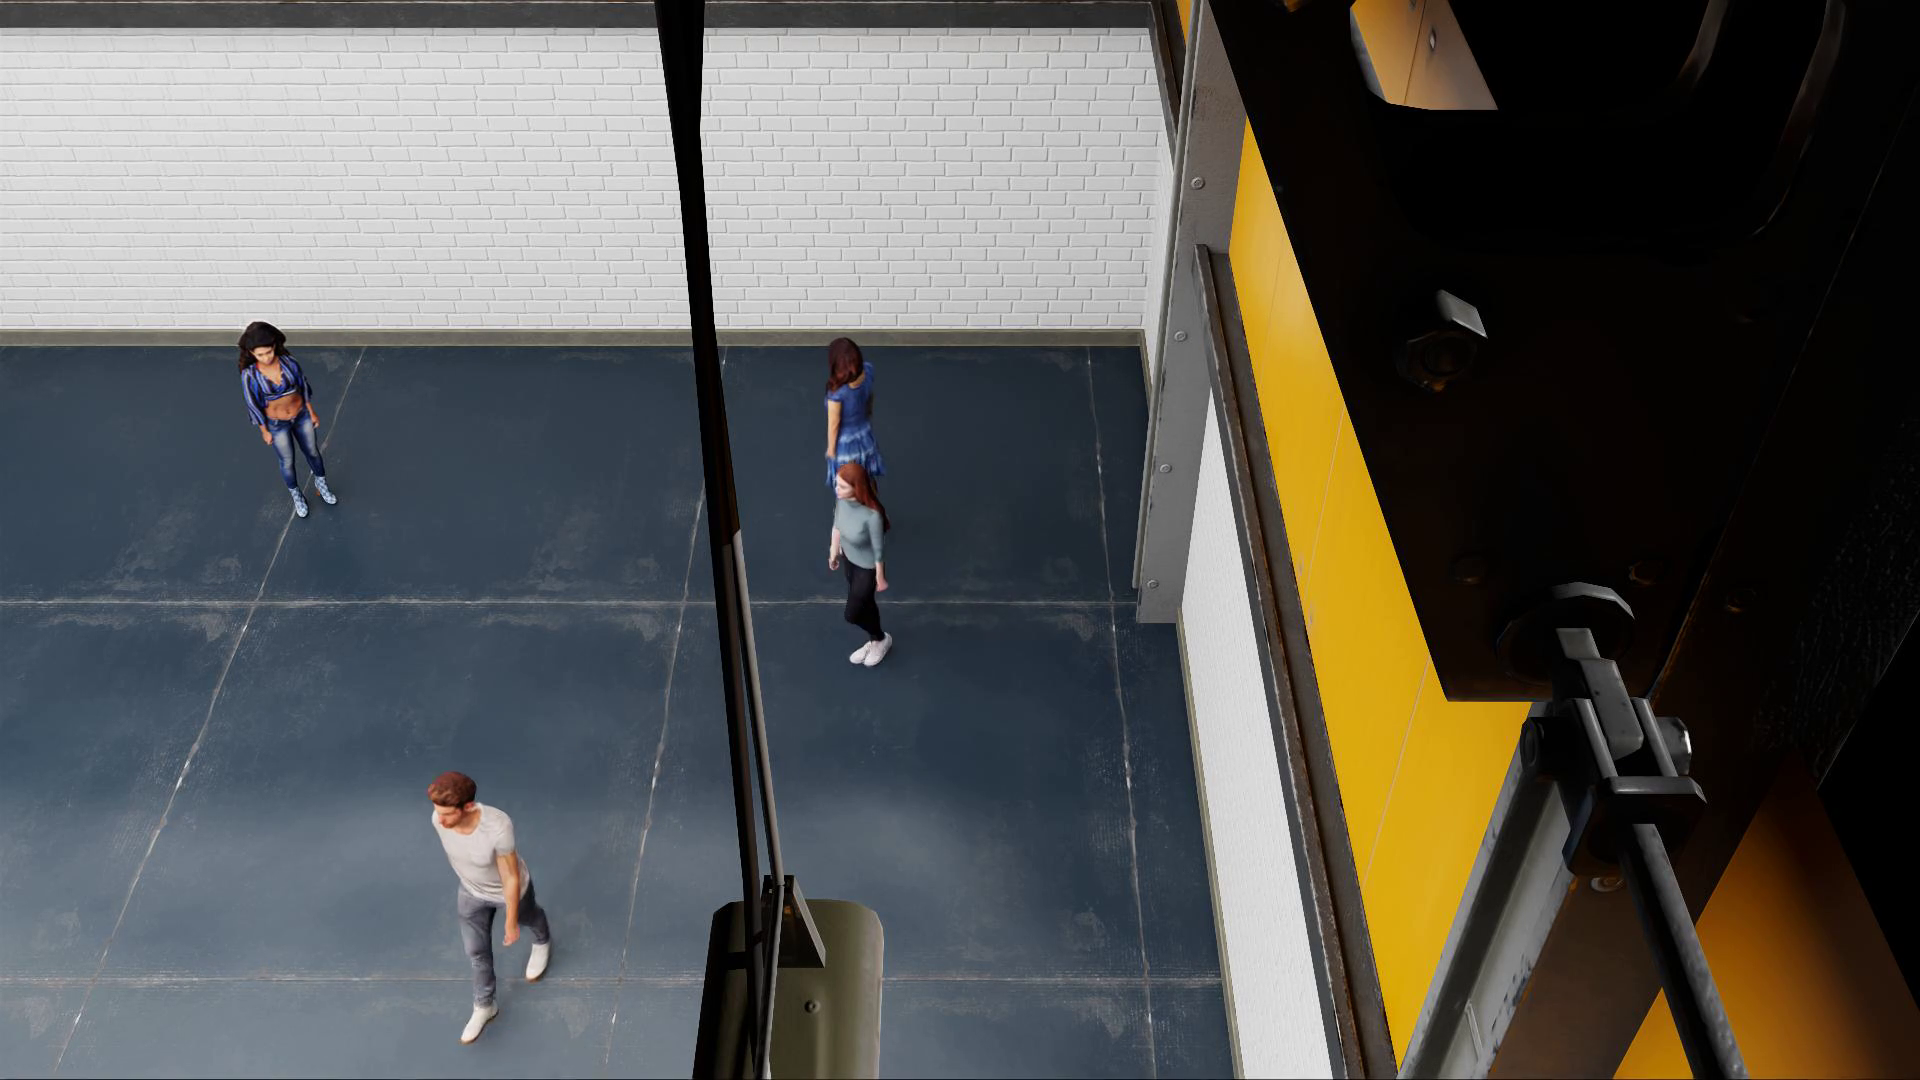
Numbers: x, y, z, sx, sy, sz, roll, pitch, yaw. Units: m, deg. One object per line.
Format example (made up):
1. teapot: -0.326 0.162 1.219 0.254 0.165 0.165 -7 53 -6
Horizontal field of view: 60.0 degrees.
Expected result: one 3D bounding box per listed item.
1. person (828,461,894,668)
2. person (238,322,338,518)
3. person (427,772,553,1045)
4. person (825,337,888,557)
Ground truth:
1. person: -0.563 0.136 10.714 0.744 1.733 0.665 -23 48 -22
2. person: -4.782 -0.857 11.840 0.705 1.618 0.740 -28 50 -26
3. person: -2.438 1.778 8.899 0.811 1.859 1.084 9 44 10
4. person: -0.744 -0.649 11.485 0.821 1.806 0.697 22 48 22
